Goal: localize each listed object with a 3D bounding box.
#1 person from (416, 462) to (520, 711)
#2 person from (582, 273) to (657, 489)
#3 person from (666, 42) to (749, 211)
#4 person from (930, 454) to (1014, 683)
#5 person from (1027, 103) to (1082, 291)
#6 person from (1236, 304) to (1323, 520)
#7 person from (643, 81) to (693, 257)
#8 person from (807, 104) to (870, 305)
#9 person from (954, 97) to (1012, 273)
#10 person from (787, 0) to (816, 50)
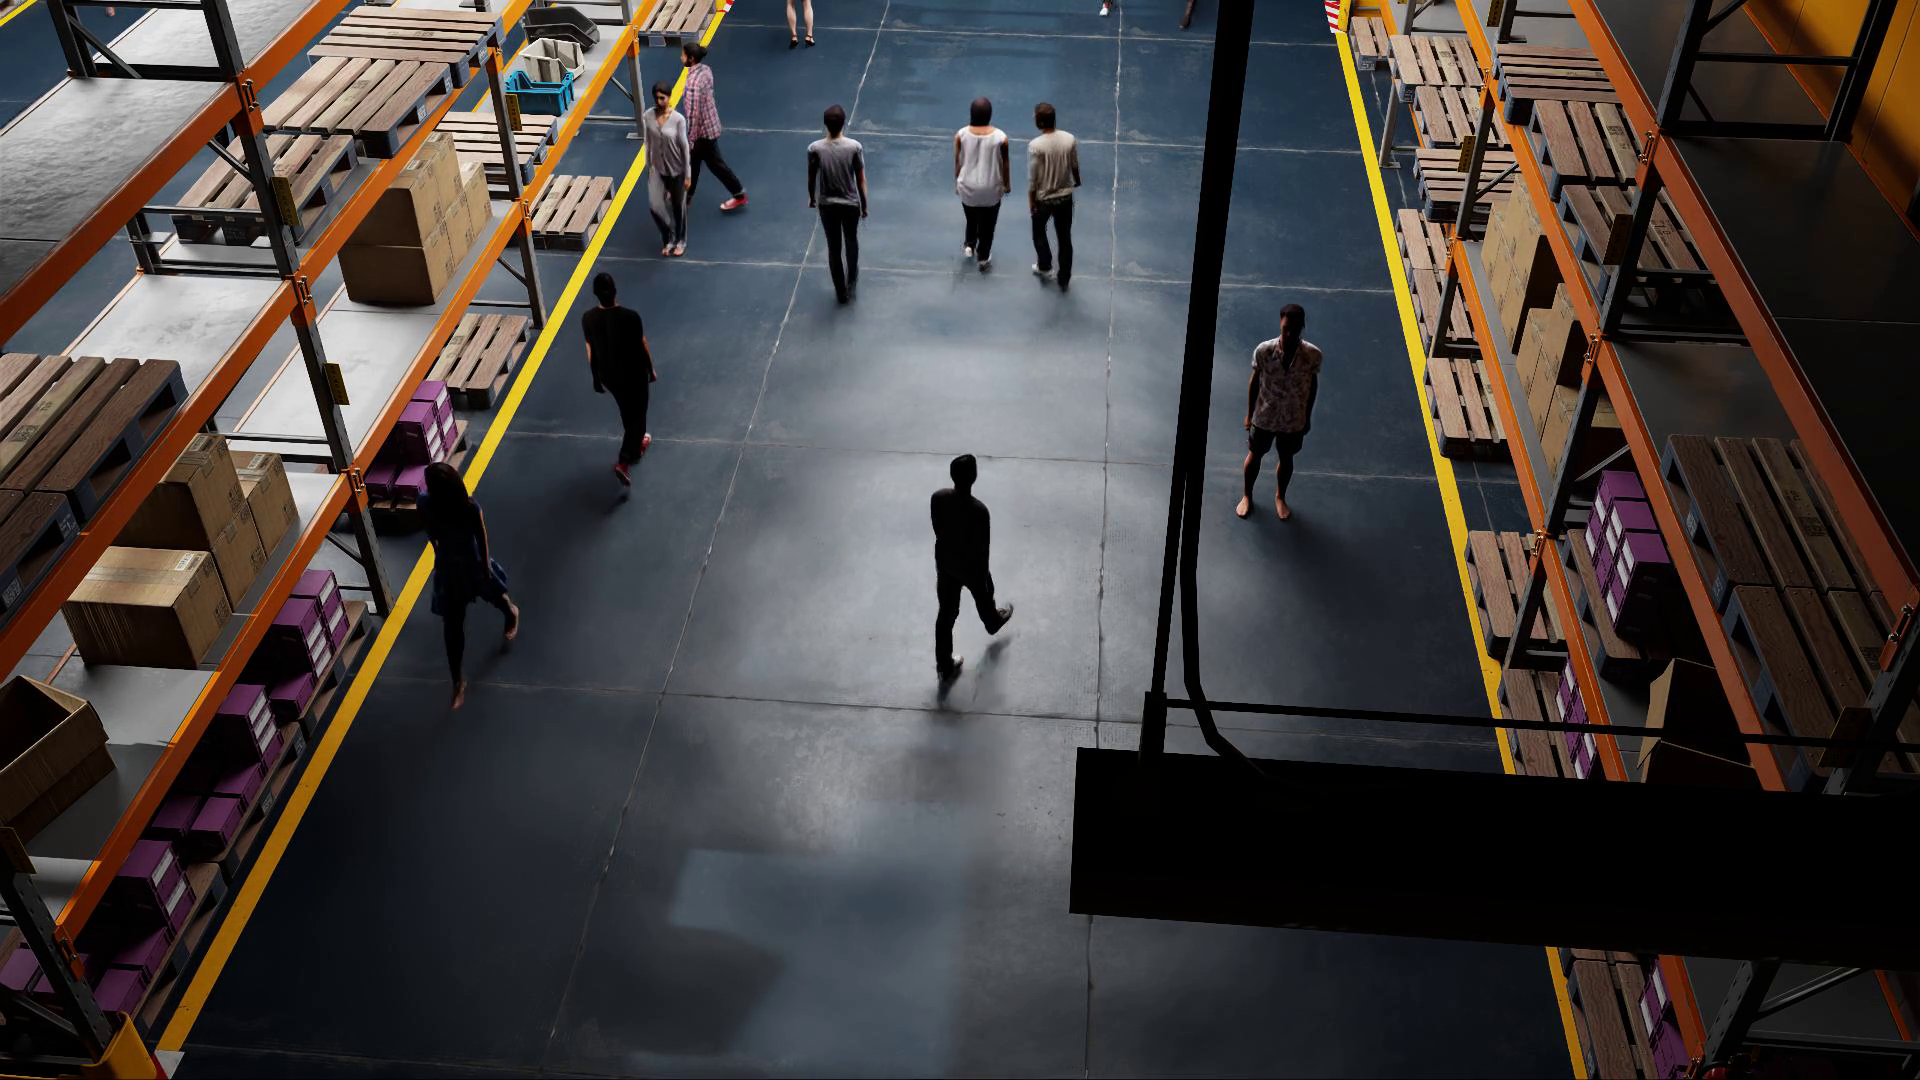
[{"bbox_3d":[-3.283,0.184,11.192,0.648,1.751,1.170,5,39,6],"label":"person"},{"bbox_3d":[-2.651,-1.233,12.980,0.712,1.733,1.078,7,39,9],"label":"person"},{"bbox_3d":[-2.477,-4.068,16.543,0.916,1.717,1.096,-1,39,-1],"label":"person"},{"bbox_3d":[-0.035,0.233,11.148,0.925,1.729,1.153,20,43,24],"label":"person"},{"bbox_3d":[0.888,-3.107,15.294,0.900,1.775,0.894,-8,39,-10],"label":"person"},{"bbox_3d":[2.414,-0.983,12.601,0.662,1.816,0.556,5,39,6],"label":"person"},{"bbox_3d":[-2.754,-3.572,15.887,0.649,1.761,0.659,6,39,8],"label":"person"},{"bbox_3d":[-1.105,-2.985,15.100,0.781,1.825,0.977,-2,39,-2],"label":"person"},{"bbox_3d":[0.174,-3.316,15.634,0.724,1.676,0.720,13,40,16],"label":"person"},{"bbox_3d":[-1.952,-6.770,19.881,0.643,1.773,0.642,3,39,4],"label":"person"}]
